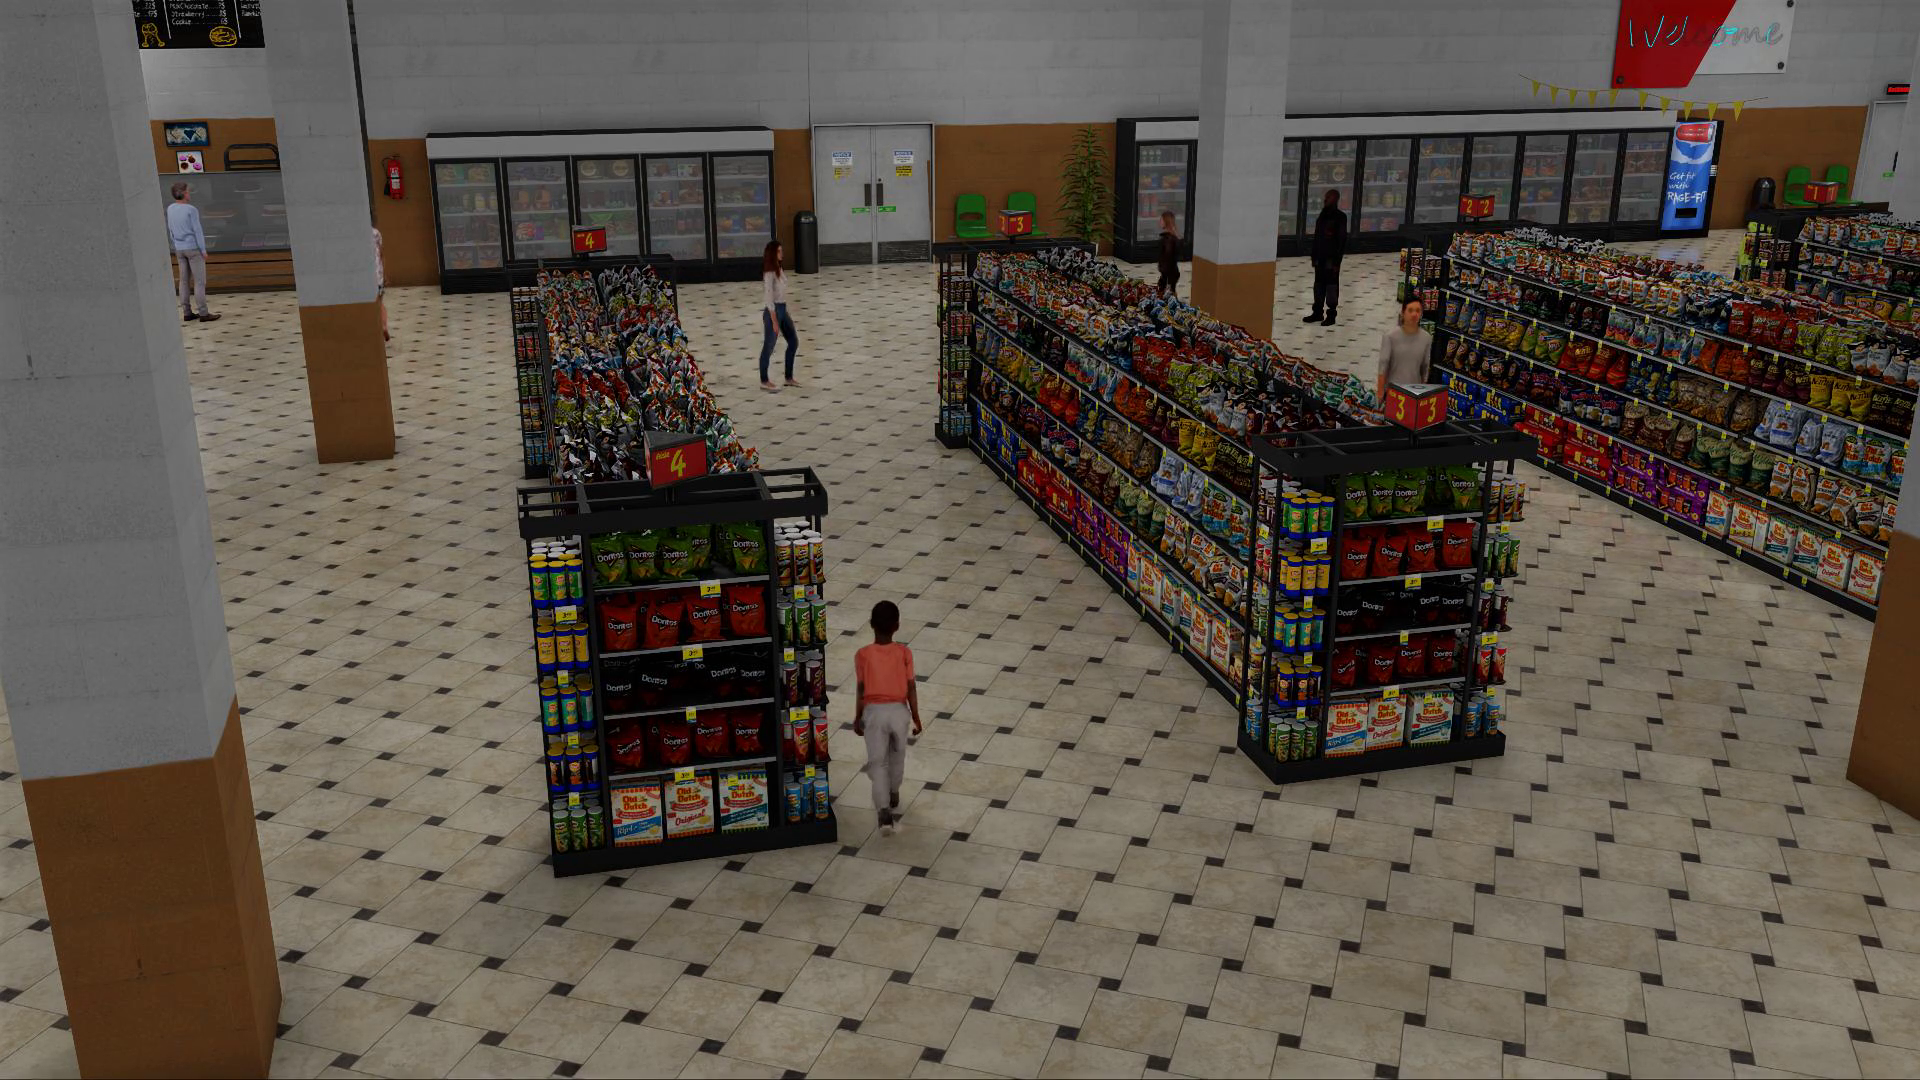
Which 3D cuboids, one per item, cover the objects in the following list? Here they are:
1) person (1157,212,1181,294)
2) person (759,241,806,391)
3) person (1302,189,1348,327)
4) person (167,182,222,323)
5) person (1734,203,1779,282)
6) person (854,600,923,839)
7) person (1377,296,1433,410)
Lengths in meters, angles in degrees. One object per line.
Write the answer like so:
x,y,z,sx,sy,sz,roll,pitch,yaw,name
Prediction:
2.765,-3.357,21.386,0.771,1.689,0.674,6,20,17,person
-2.178,-2.542,18.933,0.871,1.711,0.835,7,20,19,person
5.032,-3.873,22.701,0.837,1.825,0.675,-12,22,-33,person
-10.603,-3.965,22.869,0.752,1.892,0.766,6,20,18,person
9.556,-3.072,20.084,0.905,1.980,0.707,1,19,2,person
-0.408,0.993,9.103,0.597,1.294,0.923,-3,19,-8,person
4.023,-1.357,15.299,0.875,1.786,1.173,1,19,3,person
